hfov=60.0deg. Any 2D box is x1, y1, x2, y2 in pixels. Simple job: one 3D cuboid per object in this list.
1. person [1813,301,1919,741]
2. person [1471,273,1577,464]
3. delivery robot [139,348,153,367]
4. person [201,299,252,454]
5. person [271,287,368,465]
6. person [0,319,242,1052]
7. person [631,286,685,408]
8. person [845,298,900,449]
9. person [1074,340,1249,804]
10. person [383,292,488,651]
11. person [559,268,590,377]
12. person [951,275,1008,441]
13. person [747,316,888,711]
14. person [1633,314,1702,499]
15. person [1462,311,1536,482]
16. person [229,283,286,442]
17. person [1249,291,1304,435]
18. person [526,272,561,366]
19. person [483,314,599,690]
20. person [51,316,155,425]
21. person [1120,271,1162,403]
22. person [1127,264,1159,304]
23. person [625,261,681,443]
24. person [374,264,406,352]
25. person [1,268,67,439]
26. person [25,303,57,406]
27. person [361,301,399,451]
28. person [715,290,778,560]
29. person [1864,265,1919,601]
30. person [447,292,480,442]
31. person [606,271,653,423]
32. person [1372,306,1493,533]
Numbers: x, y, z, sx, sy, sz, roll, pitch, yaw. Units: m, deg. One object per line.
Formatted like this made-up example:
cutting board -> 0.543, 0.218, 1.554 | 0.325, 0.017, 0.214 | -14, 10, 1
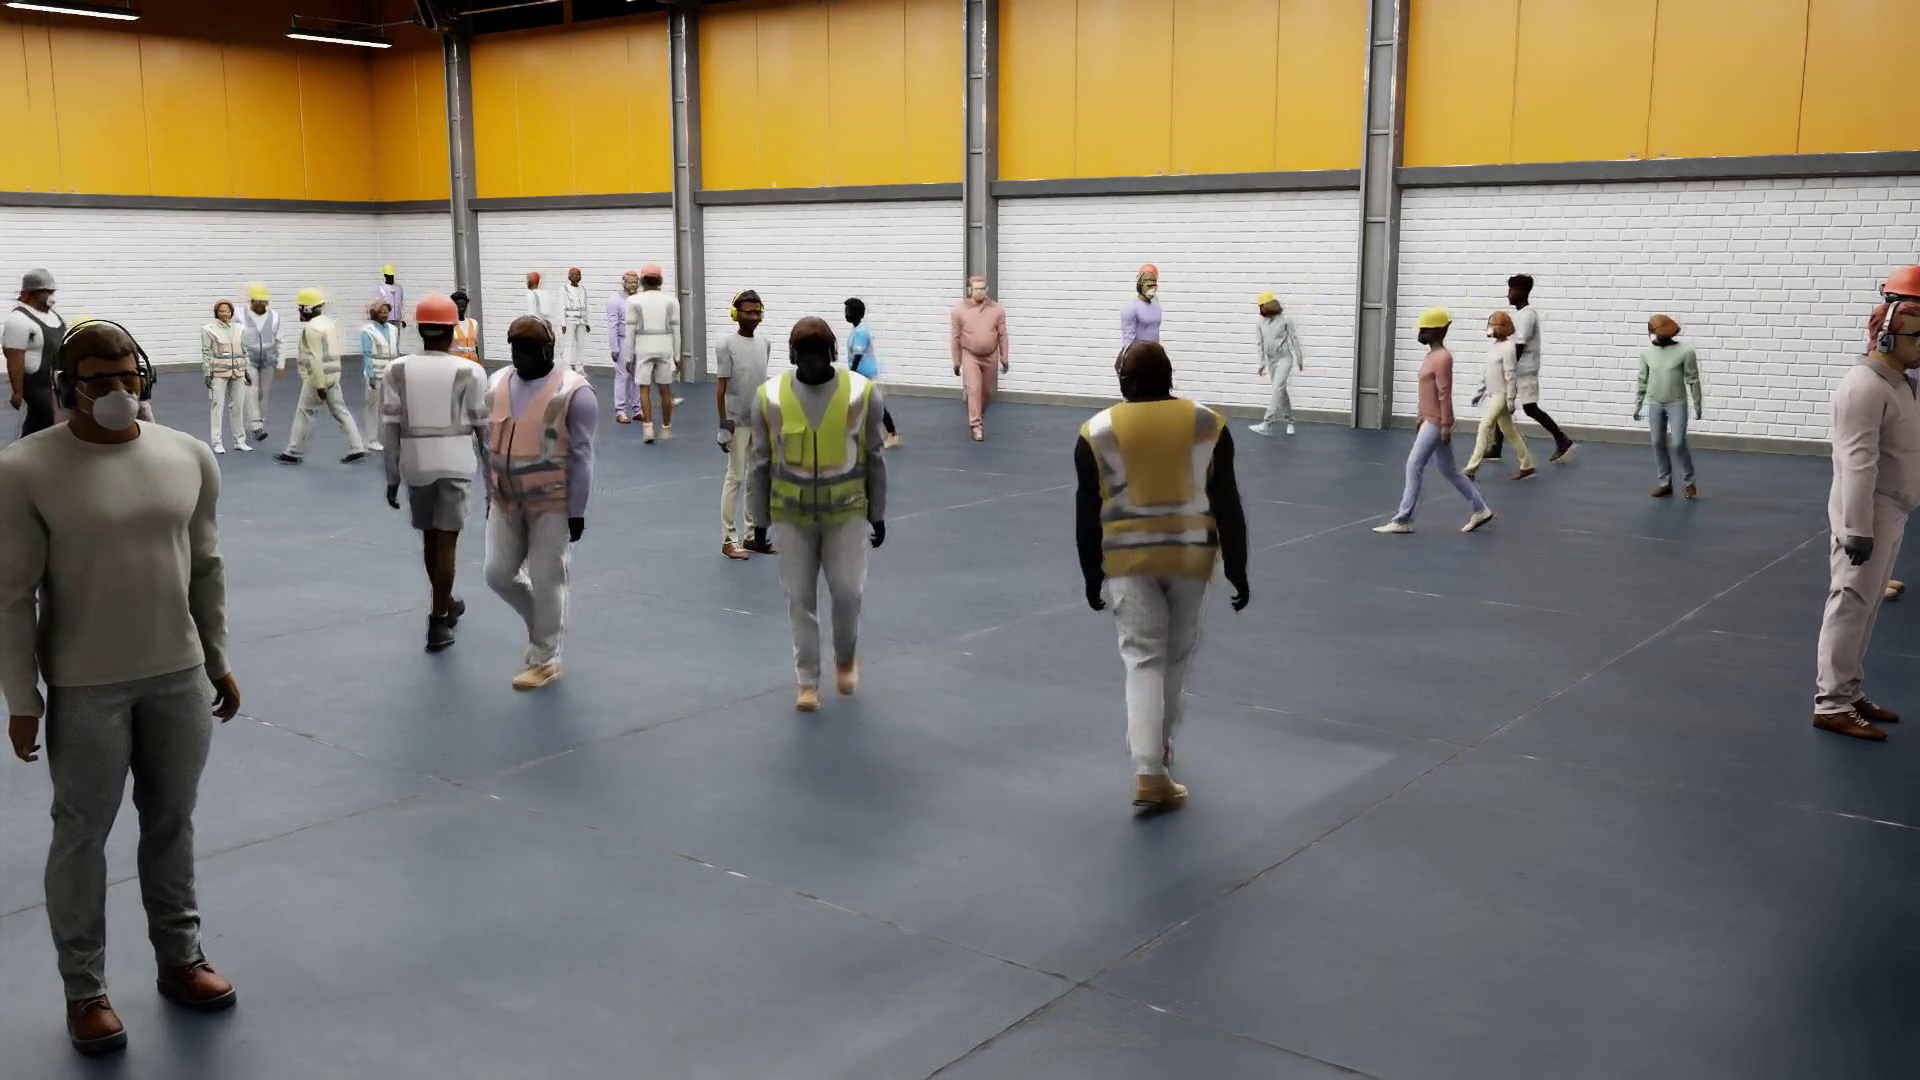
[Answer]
person -> 4.043, -0.092, 7.330 | 0.403, 1.906, 0.652 | 7, 12, 37
person -> 5.762, -1.730, 16.822 | 0.950, 1.934, 0.598 | 2, 10, 9
delivery robot -> -13.570, -2.931, 27.517 | 0.477, 0.478, 0.707 | -4, 10, -21
person -> -7.809, -1.744, 17.730 | 0.310, 1.636, 0.523 | 7, 12, 37
person -> -6.428, -1.628, 16.654 | 0.952, 1.785, 0.582 | 1, 10, 4
person -> -2.264, 0.378, 4.499 | 0.352, 1.937, 0.635 | 7, 12, 37
person -> -4.217, -2.711, 22.938 | 1.008, 1.786, 0.519 | 5, 11, 25
person -> -1.062, -1.783, 17.939 | 0.887, 1.642, 0.551 | -2, 10, -14
person -> 0.788, 0.110, 6.558 | 0.666, 1.780, 0.930 | 0, 10, -1
person -> -2.814, -0.396, 9.121 | 0.564, 1.891, 0.941 | 0, 10, -3
person -> -6.578, -3.705, 28.434 | 0.337, 1.881, 0.585 | 7, 12, 37
person -> 0.219, -2.098, 19.122 | 0.651, 1.879, 0.877 | -2, 10, -14
person -> -0.661, -0.116, 7.698 | 0.649, 1.828, 0.432 | 0, 10, -1
person -> 6.097, -1.149, 14.369 | 0.416, 1.597, 0.526 | -8, 13, -39
person -> 5.005, -1.323, 15.426 | 0.853, 1.596, 0.506 | 0, 10, 1
person -> -7.914, -1.991, 18.775 | 0.638, 1.769, 0.902 | -8, 12, -37
person -> 3.700, -2.058, 19.428 | 0.769, 1.675, 0.527 | -8, 12, -38
person -> -6.630, -3.261, 26.016 | 0.993, 1.823, 0.598 | 3, 10, 18
person -> -2.047, -0.182, 8.094 | 0.641, 1.823, 0.463 | 4, 10, 20
person -> -5.519, -0.587, 10.778 | 0.551, 1.704, 0.944 | -2, 10, -9
person -> 1.889, -1.812, 17.252 | 0.350, 1.936, 0.635 | 7, 12, 37
person -> 2.313, -2.451, 20.814 | 0.391, 1.990, 0.623 | 7, 12, 37
person -> -3.443, -2.105, 18.684 | 0.621, 2.046, 0.435 | -3, 10, -19
person -> -10.367, -4.049, 30.310 | 0.382, 1.924, 0.594 | 7, 12, 37
person -> -7.996, -1.425, 14.699 | 1.051, 2.000, 0.698 | -1, 10, -3
person -> -12.933, -2.833, 23.587 | 0.523, 1.819, 0.997 | 3, 10, 14
person -> -6.098, -1.739, 17.760 | 0.774, 1.603, 0.548 | 5, 11, 28
person -> -1.479, -0.802, 11.593 | 0.310, 1.863, 0.535 | 7, 12, 37
person -> 5.720, -0.655, 10.216 | 0.386, 2.039, 0.615 | 7, 12, 37
person -> -5.569, -1.919, 18.565 | 0.317, 1.698, 0.540 | 7, 12, 37
person -> -4.118, -2.423, 20.907 | 0.403, 1.904, 0.652 | 7, 12, 37
person -> 3.632, -0.899, 12.554 | 0.883, 1.731, 0.538 | 1, 10, 7
